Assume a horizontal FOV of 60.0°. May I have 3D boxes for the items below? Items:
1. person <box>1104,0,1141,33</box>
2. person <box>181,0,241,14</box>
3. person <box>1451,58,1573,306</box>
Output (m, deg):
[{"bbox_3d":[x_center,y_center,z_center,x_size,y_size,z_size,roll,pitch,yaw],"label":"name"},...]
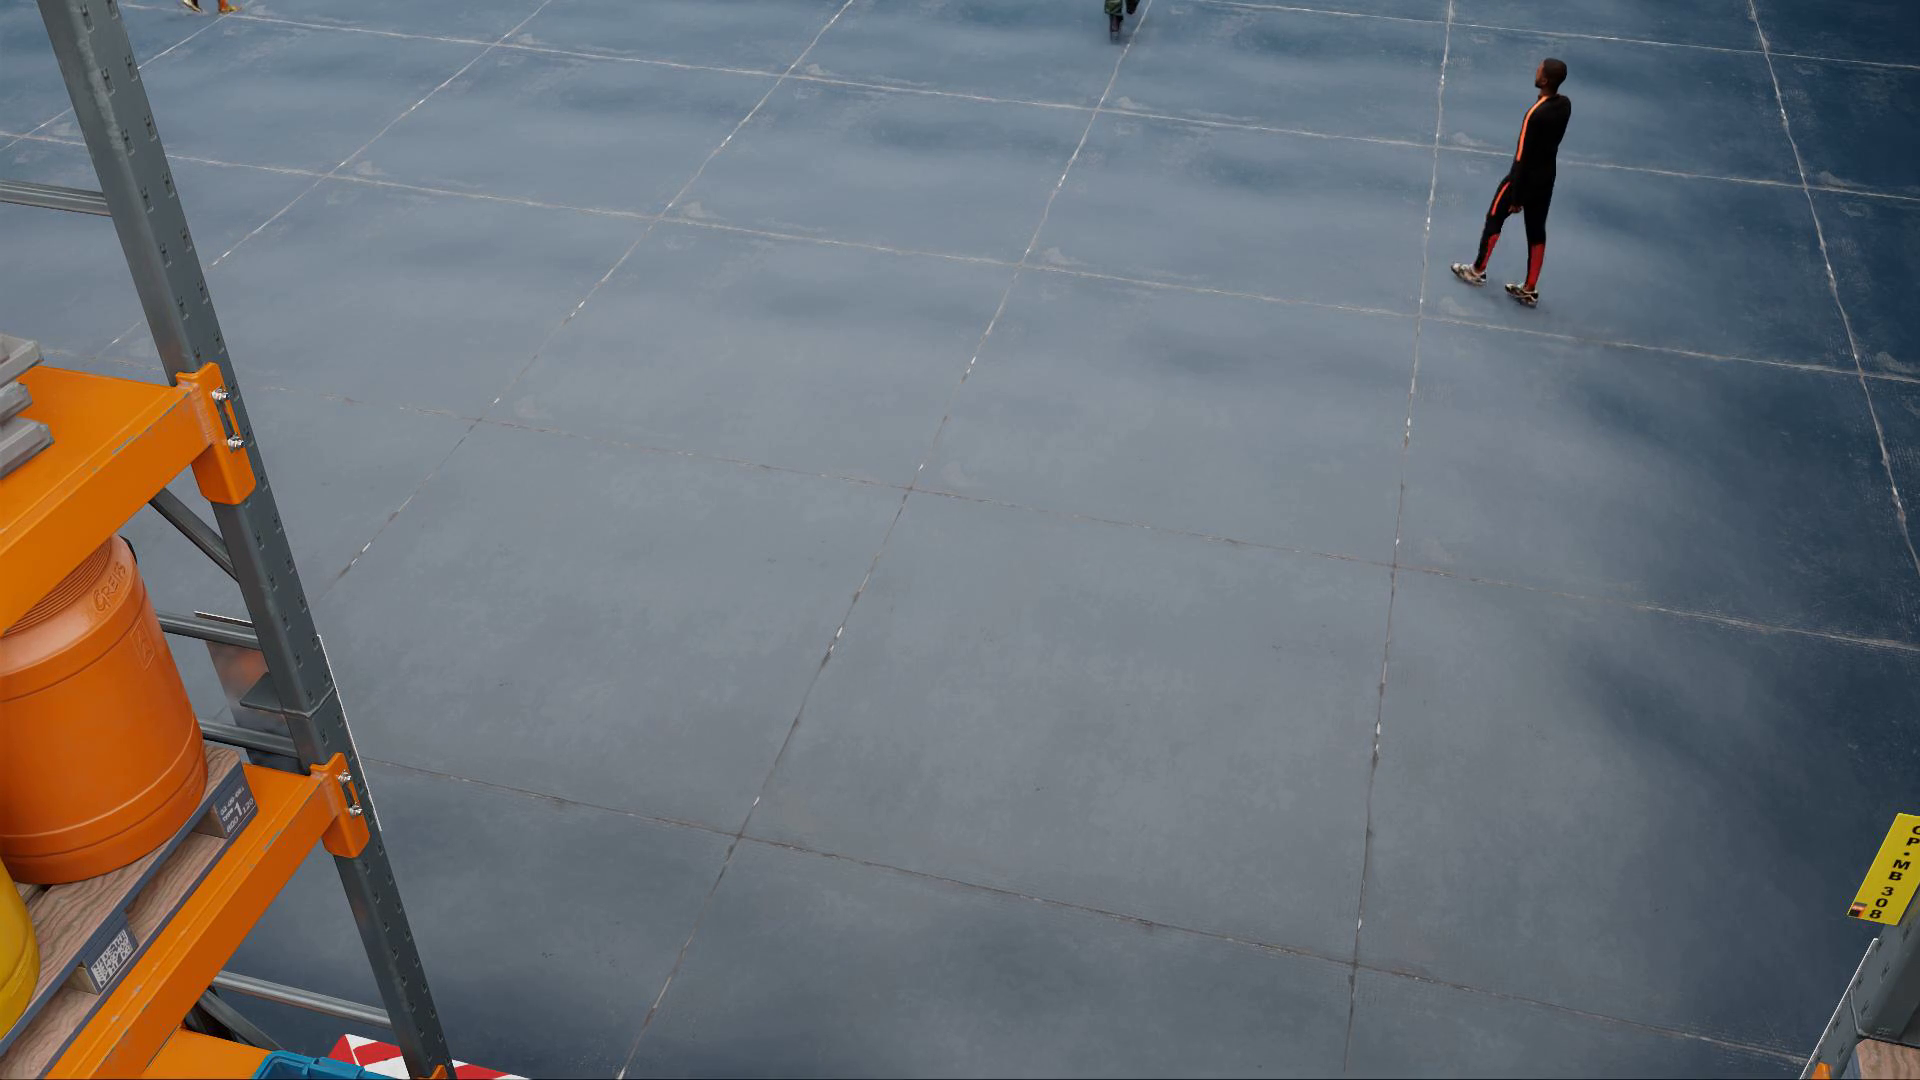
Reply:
[{"bbox_3d":[1.601,-5.823,16.012,0.759,1.851,1.288,5,38,7],"label":"person"},{"bbox_3d":[-7.596,-5.954,16.506,0.903,1.449,0.824,-25,44,-28],"label":"person"},{"bbox_3d":[4.133,-2.502,11.827,0.972,1.778,1.027,-19,42,-23],"label":"person"}]
